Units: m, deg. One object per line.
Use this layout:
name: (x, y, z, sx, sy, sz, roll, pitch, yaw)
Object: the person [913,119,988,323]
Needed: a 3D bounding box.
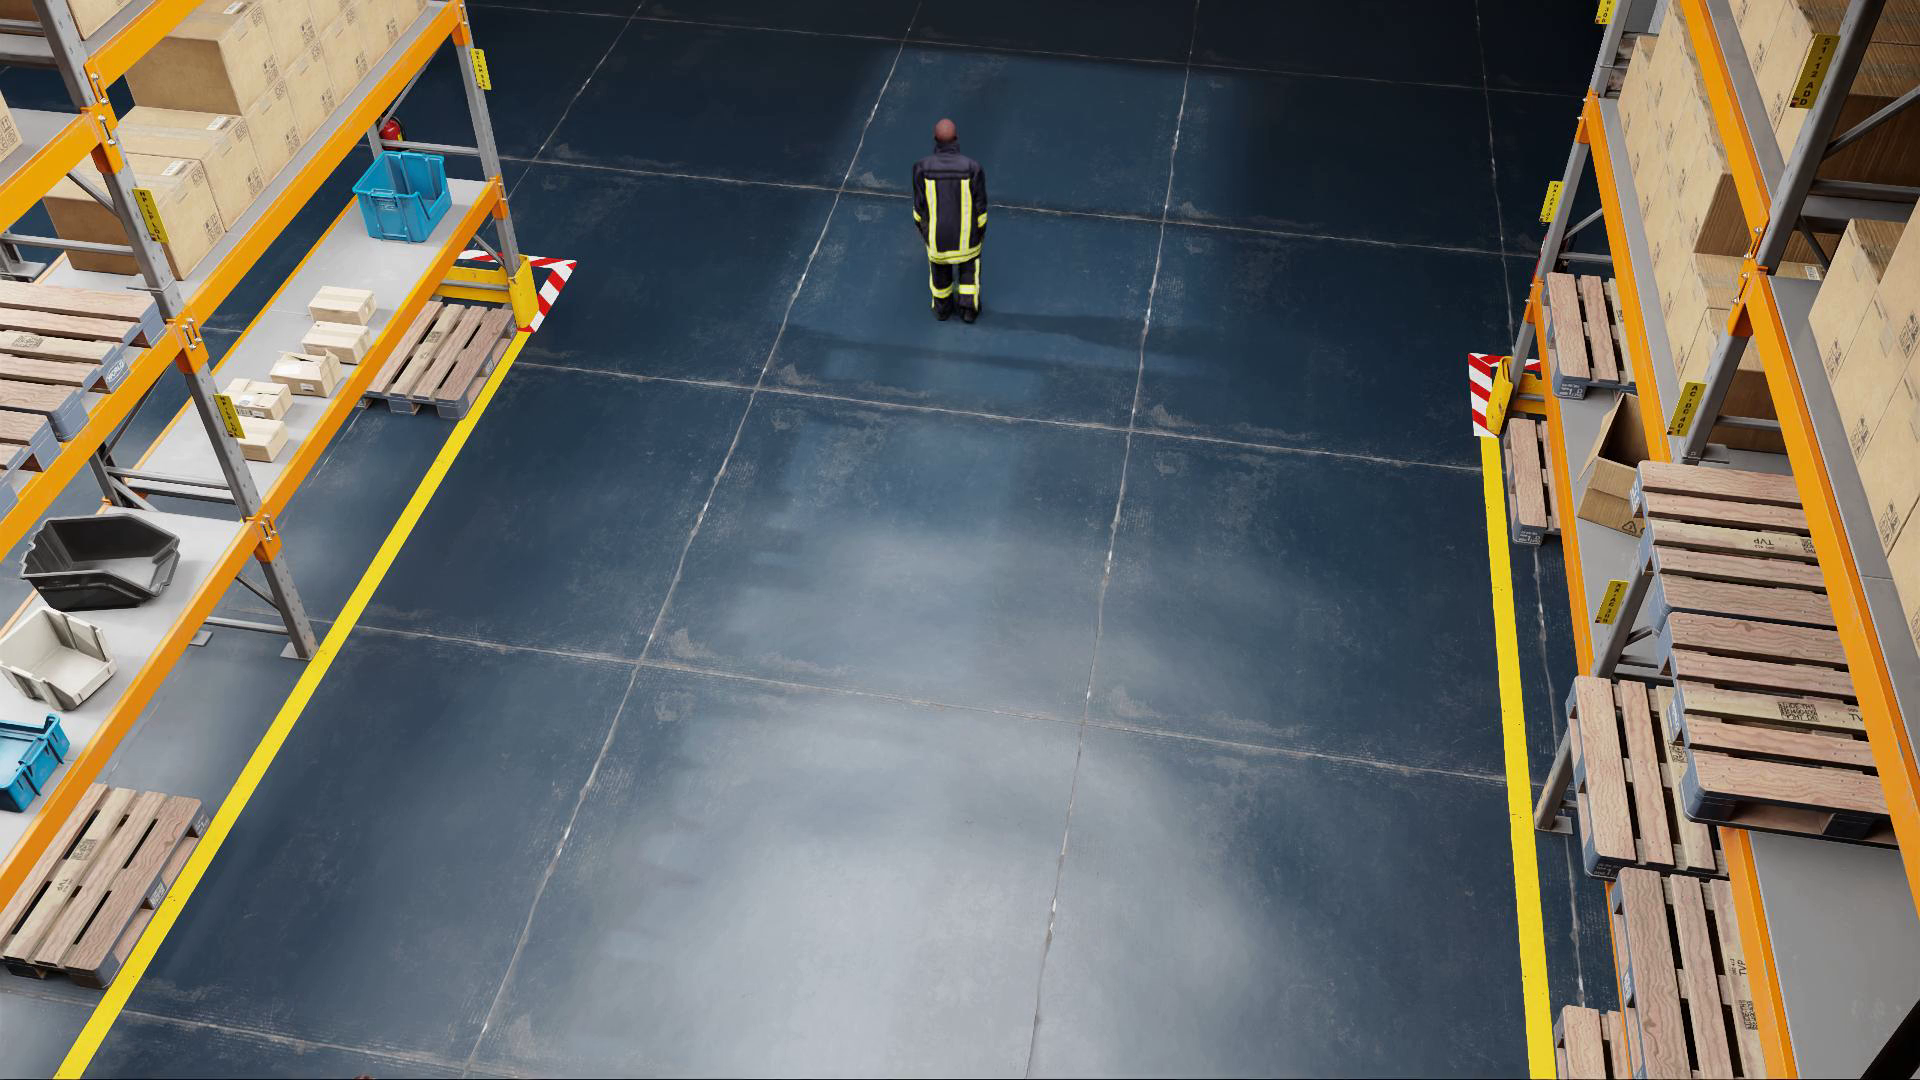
person: (-0.076, -2.533, 13.368, 0.776, 1.819, 0.710, 4, 44, 4)
